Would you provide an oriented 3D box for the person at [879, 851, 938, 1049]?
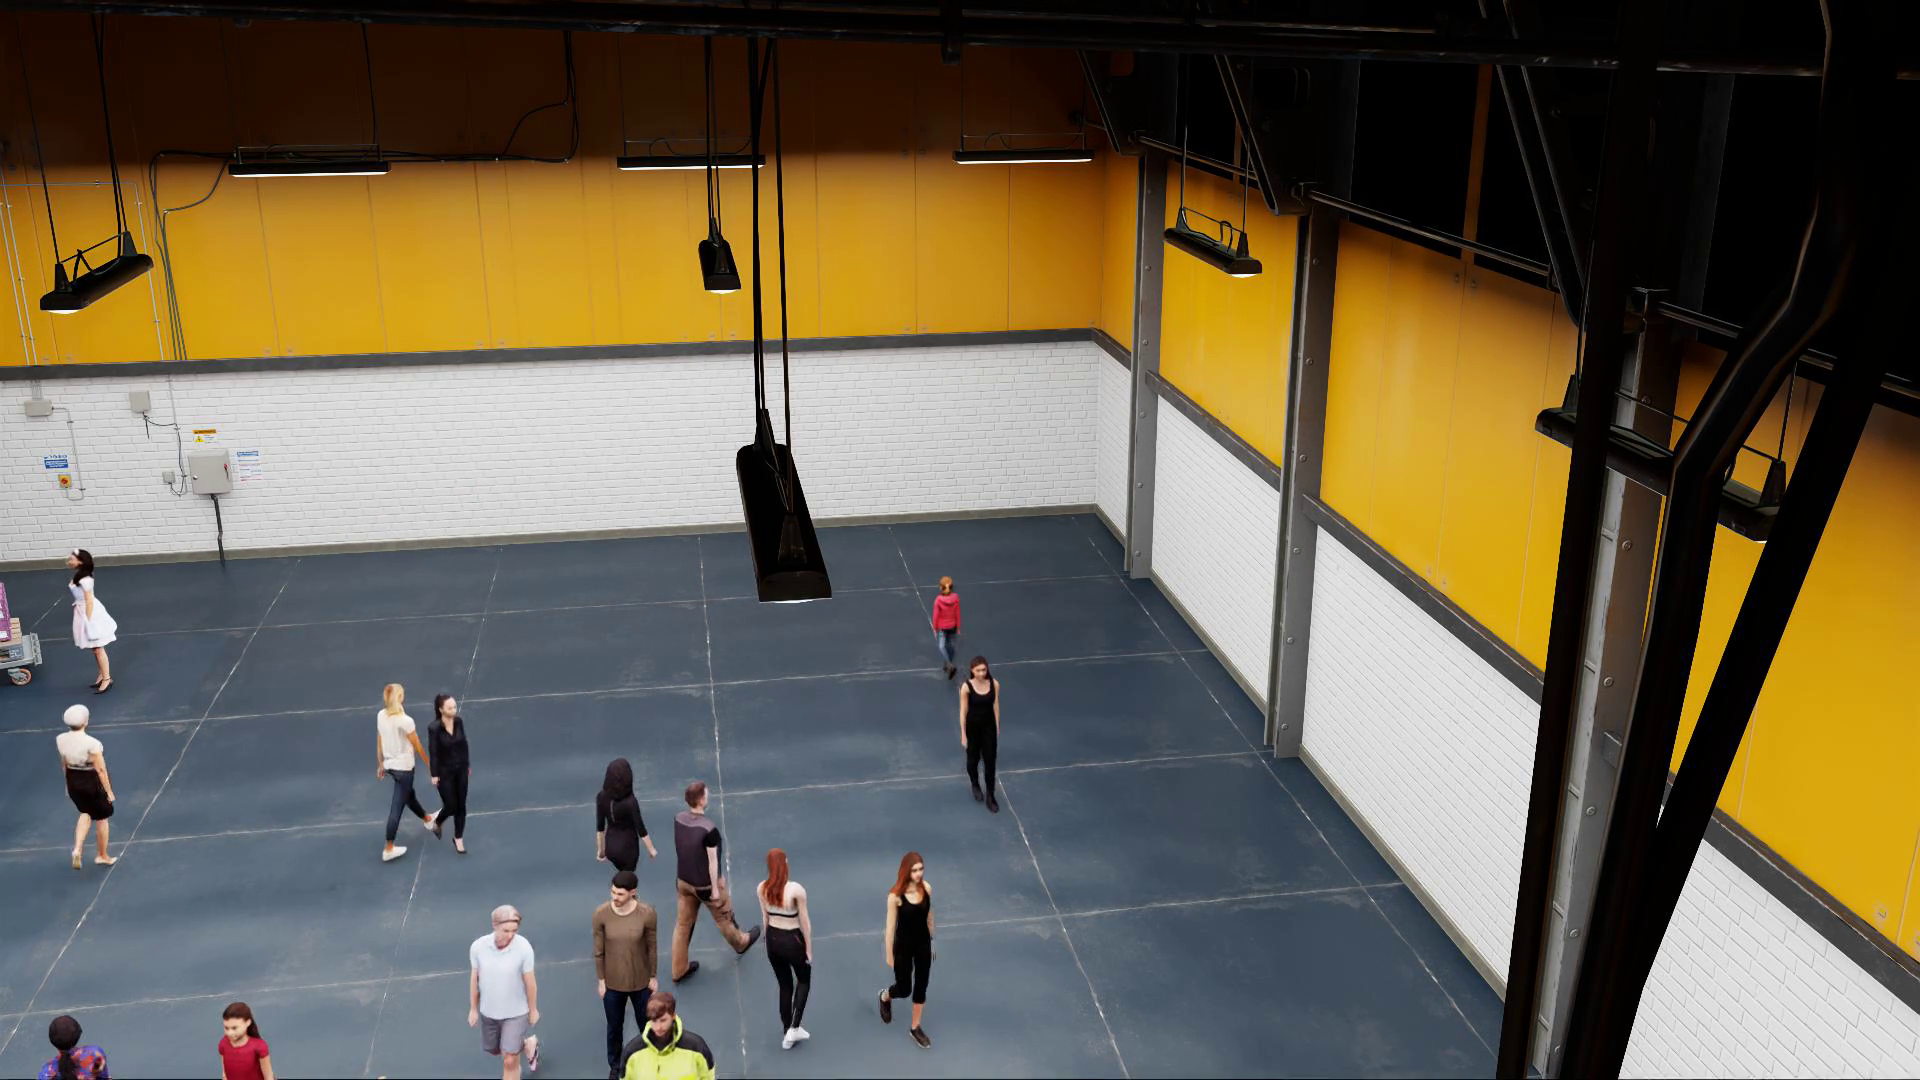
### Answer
[{"bbox_3d":[-0.436,3.275,13.506,0.743,1.717,0.894,-11,22,-30],"label":"person"}]

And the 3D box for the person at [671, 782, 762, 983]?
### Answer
[{"bbox_3d":[-2.314,2.969,14.293,1.160,1.793,1.196,14,23,35],"label":"person"}]

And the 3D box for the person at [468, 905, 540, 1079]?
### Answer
[{"bbox_3d":[-3.412,3.530,12.632,0.902,1.791,1.162,3,19,10],"label":"person"}]

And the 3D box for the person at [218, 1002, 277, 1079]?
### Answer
[{"bbox_3d":[-5.011,3.933,11.865,0.672,1.516,1.032,0,19,0],"label":"person"}]

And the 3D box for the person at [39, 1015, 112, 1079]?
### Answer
[{"bbox_3d":[-5.906,4.008,11.299,0.847,1.735,0.972,-17,25,-41],"label":"person"}]

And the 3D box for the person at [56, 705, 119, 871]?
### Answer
[{"bbox_3d":[-8.437,2.433,15.968,0.808,1.740,0.918,4,19,12],"label":"person"}]

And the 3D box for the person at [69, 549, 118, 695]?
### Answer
[{"bbox_3d":[-10.552,0.970,20.184,0.881,1.822,0.801,-12,22,-32],"label":"person"}]

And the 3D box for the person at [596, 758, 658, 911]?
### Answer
[{"bbox_3d":[-3.041,2.857,14.697,1.086,1.749,1.183,11,22,30],"label":"person"}]

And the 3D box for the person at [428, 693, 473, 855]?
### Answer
[{"bbox_3d":[-5.078,2.304,16.411,0.846,1.702,0.786,13,23,34],"label":"person"}]

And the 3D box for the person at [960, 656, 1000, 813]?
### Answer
[{"bbox_3d":[0.183,1.965,17.475,0.645,1.666,0.853,-5,19,-15],"label":"person"}]

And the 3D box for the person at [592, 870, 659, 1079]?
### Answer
[{"bbox_3d":[-2.576,3.386,12.909,0.660,1.886,0.588,-2,19,-6],"label":"person"}]

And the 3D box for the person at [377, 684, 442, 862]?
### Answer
[{"bbox_3d":[-5.559,2.307,16.289,1.055,1.775,1.119,12,22,32],"label":"person"}]

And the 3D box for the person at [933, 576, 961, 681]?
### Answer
[{"bbox_3d":[-0.139,1.106,20.593,0.627,1.303,0.825,-8,20,-23],"label":"person"}]

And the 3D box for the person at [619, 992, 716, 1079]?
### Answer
[{"bbox_3d":[-1.951,3.888,11.341,0.909,1.935,1.209,0,19,-1],"label":"person"}]

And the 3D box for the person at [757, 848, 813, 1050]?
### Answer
[{"bbox_3d":[-1.457,3.324,13.347,0.725,1.725,0.746,7,20,20],"label":"person"}]
